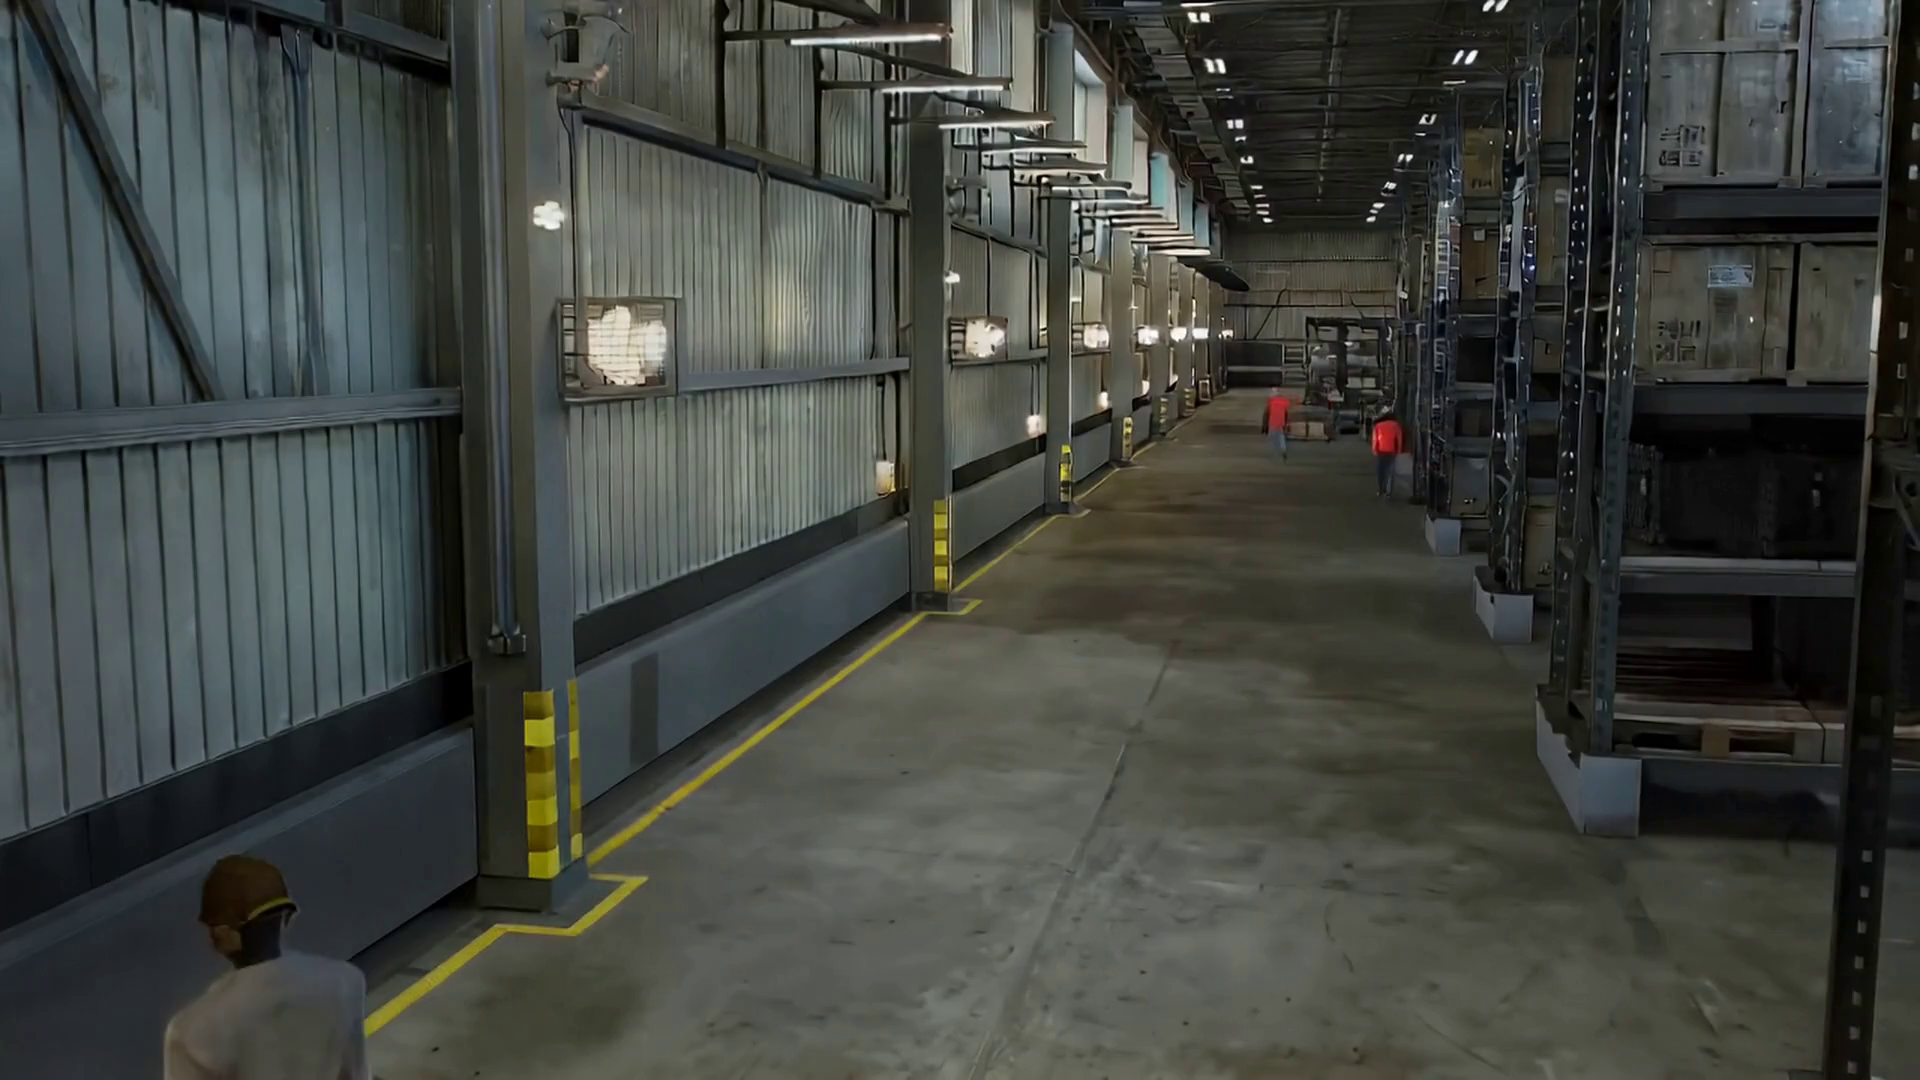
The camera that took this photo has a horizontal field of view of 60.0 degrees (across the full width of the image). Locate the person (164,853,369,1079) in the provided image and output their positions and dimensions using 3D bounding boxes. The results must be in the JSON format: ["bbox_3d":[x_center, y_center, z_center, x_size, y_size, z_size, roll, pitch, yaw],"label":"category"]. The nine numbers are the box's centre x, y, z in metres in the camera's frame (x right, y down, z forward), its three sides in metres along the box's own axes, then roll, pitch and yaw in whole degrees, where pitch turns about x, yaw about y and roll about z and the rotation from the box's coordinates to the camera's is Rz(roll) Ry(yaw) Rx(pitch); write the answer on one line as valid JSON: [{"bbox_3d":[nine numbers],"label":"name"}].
[{"bbox_3d":[-1.872,1.686,4.487,0.511,1.739,0.579,5,9,36],"label":"person"}]

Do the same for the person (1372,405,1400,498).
[{"bbox_3d":[8.002,-1.669,31.306,0.533,1.738,0.790,1,7,8],"label":"person"}]

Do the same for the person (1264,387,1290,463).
[{"bbox_3d":[7.474,-2.686,39.165,0.642,1.817,0.762,-2,7,-14],"label":"person"}]
